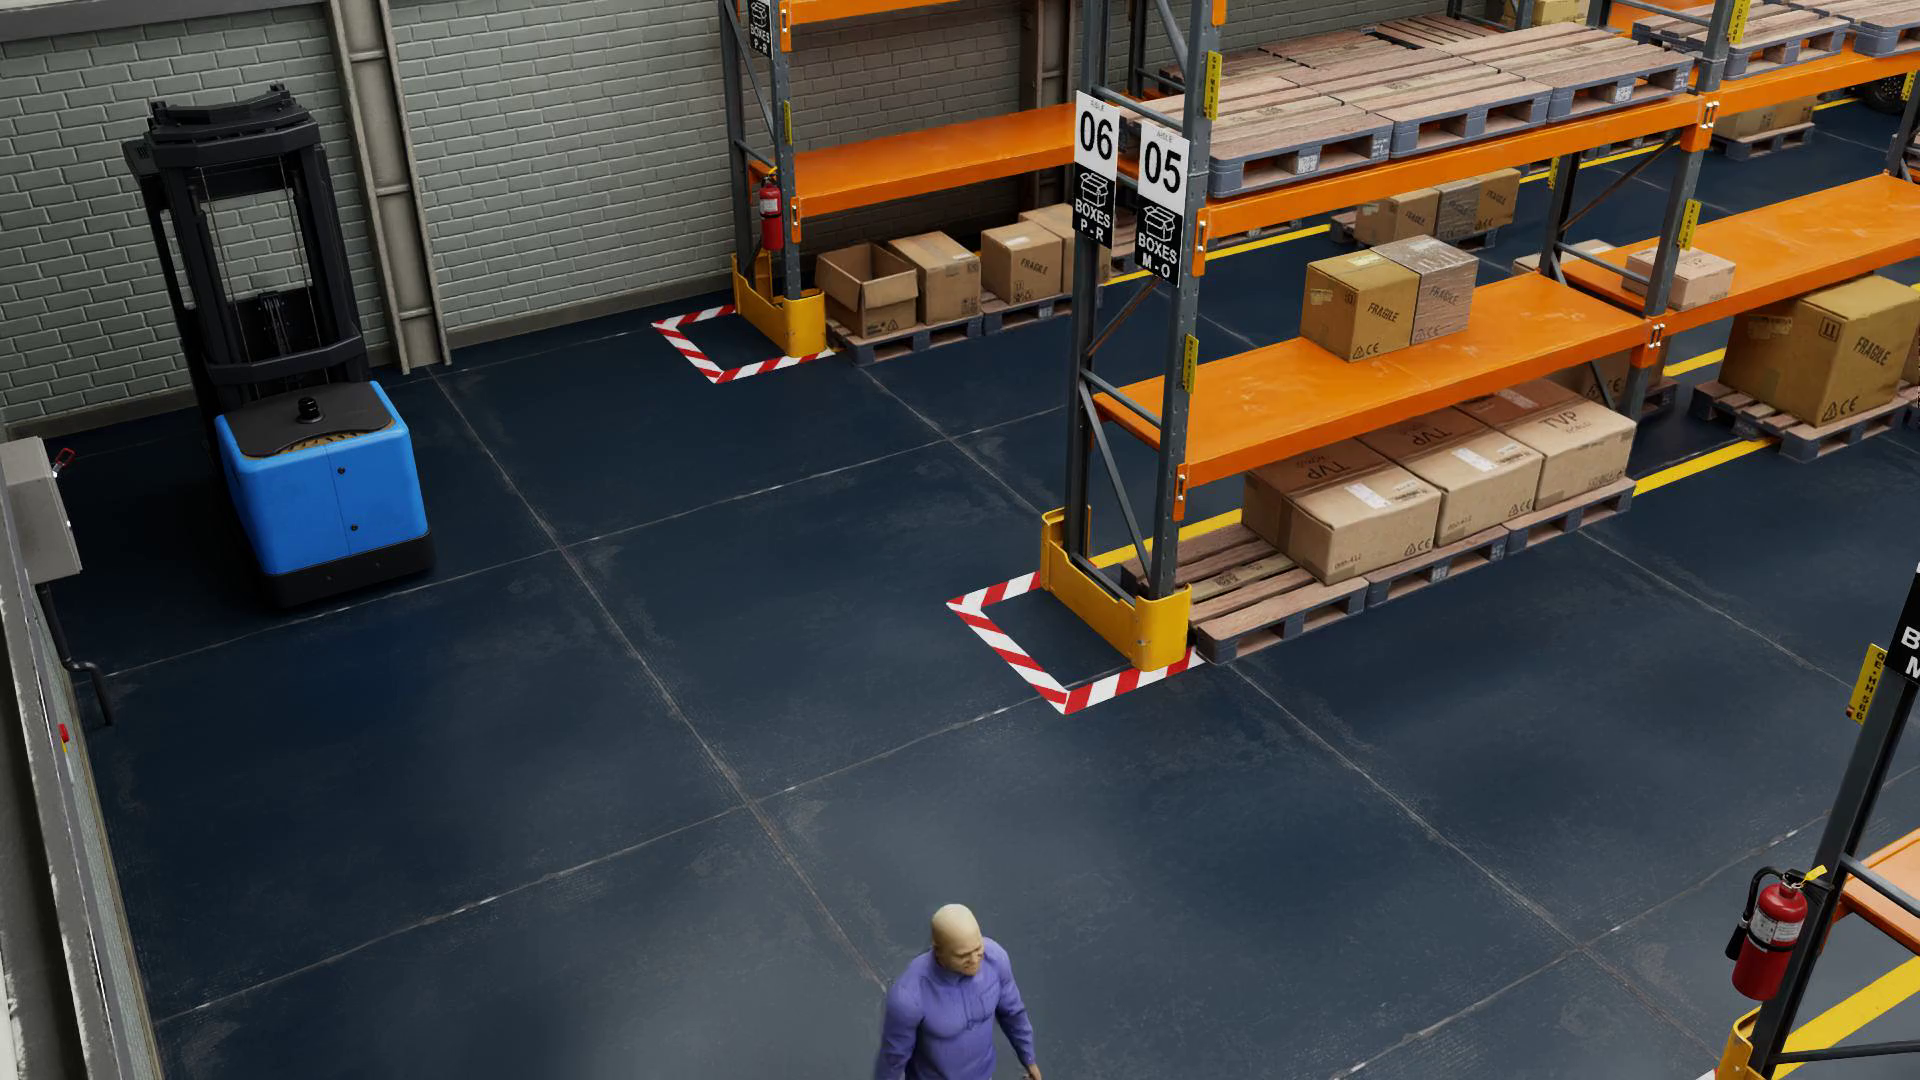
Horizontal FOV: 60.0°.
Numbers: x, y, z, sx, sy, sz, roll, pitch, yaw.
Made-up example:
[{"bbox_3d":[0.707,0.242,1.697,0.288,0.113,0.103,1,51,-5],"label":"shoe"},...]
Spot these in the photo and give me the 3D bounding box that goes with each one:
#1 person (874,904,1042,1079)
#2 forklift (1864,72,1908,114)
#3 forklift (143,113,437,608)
[{"bbox_3d":[-0.005,2.028,6.254,0.615,1.748,0.948,-23,38,-32],"label":"person"},{"bbox_3d":[11.468,-5.645,18.244,1.214,2.155,2.313,-17,36,-26],"label":"forklift"},{"bbox_3d":[-4.289,-1.259,10.509,1.129,2.768,1.873,-17,36,-26],"label":"forklift"}]
